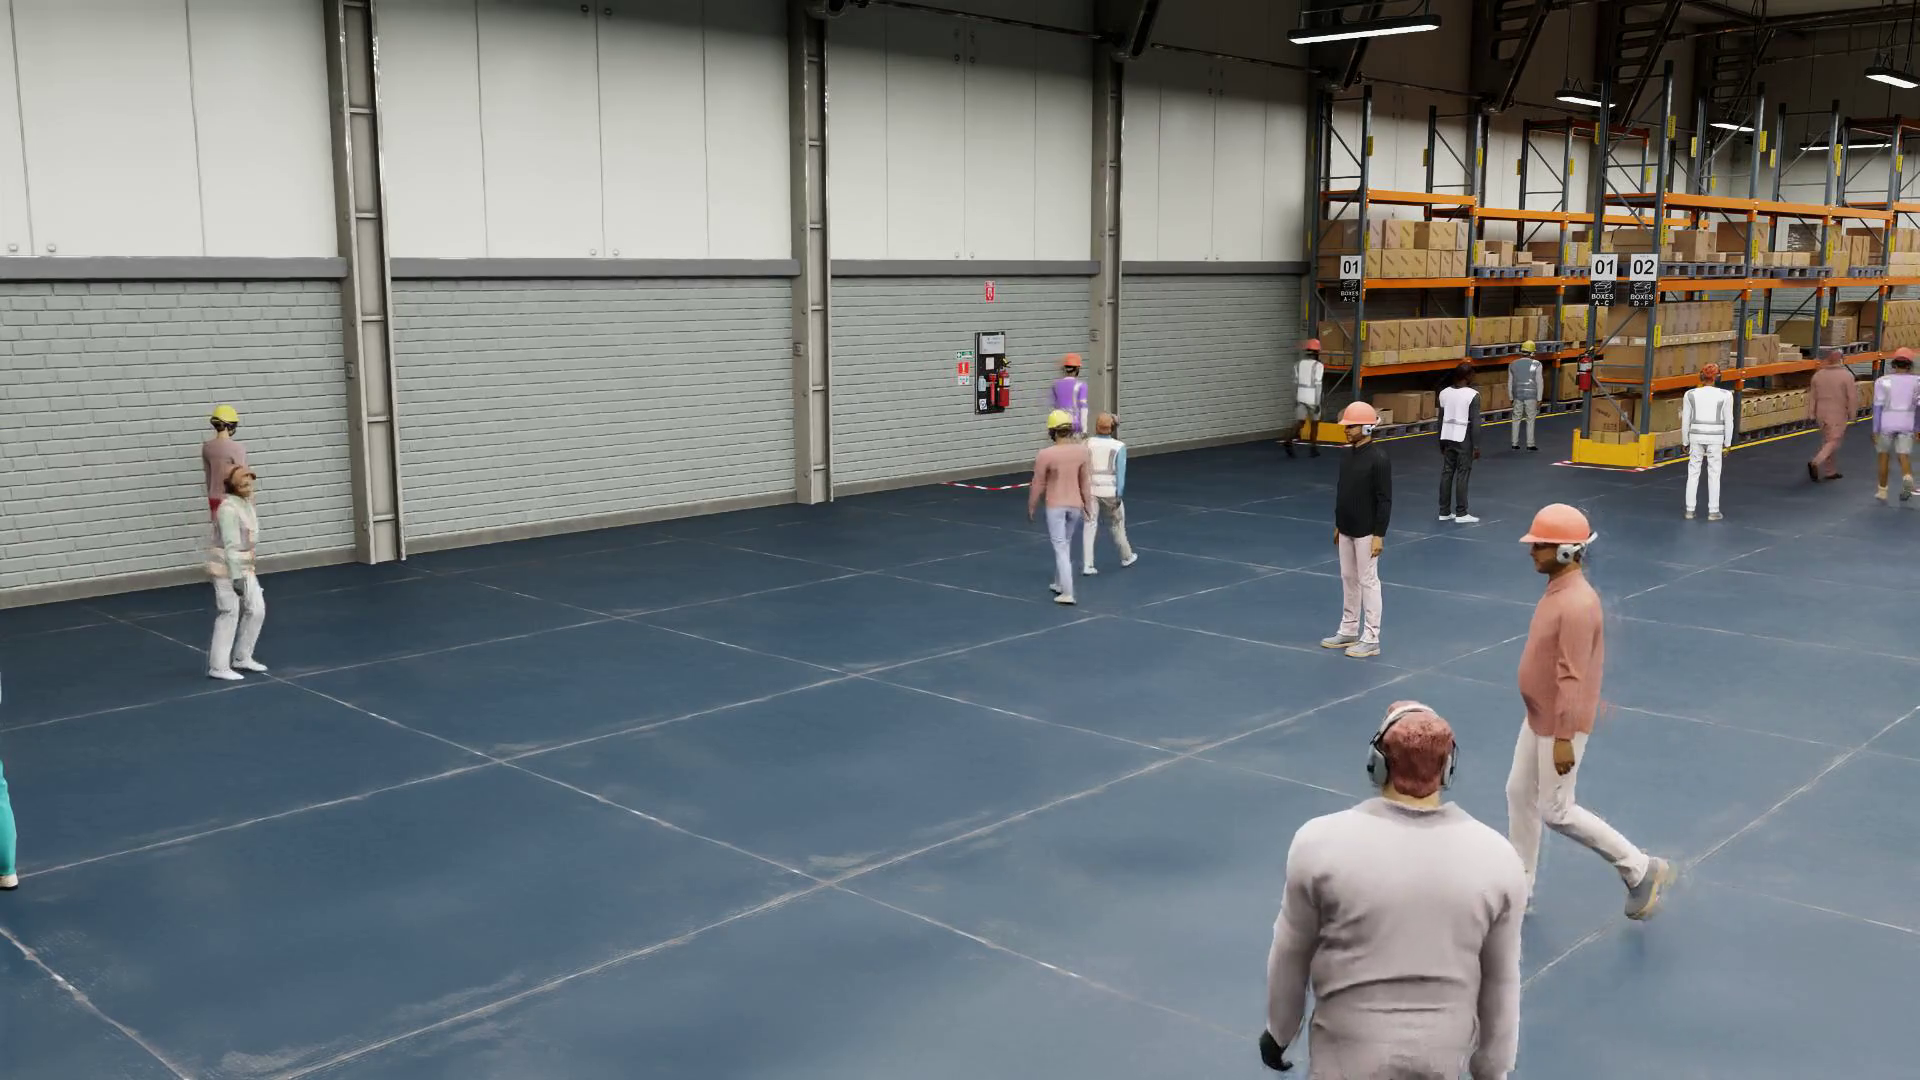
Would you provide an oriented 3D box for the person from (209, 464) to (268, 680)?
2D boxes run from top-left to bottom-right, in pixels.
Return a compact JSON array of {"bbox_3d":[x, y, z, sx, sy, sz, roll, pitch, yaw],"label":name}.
[{"bbox_3d":[-5.319,0.243,12.158,0.490,1.610,0.532,0,9,-3],"label":"person"}]

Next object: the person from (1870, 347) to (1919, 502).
[{"bbox_3d":[12.071,-1.467,21.388,0.605,2.018,0.791,2,10,14],"label":"person"}]

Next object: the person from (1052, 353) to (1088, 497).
[{"bbox_3d":[1.468,-1.484,21.761,0.578,1.916,0.517,7,12,38],"label":"person"}]

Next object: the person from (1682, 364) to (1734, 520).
[{"bbox_3d":[8.995,-1.181,20.034,0.576,1.882,0.355,6,11,34],"label":"person"}]

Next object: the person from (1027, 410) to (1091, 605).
[{"bbox_3d":[0.864,-0.309,15.129,0.558,1.734,0.764,-5,10,-26],"label":"person"}]

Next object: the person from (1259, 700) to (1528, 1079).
[{"bbox_3d":[1.183,1.374,4.505,0.652,1.876,0.910,0,9,-2],"label":"person"}]

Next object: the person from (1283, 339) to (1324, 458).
[{"bbox_3d":[5.478,-2.234,26.372,0.780,1.911,0.551,-8,12,-41],"label":"person"}]

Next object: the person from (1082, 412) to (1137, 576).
[{"bbox_3d":[1.461,-0.467,16.539,0.520,1.600,0.846,6,11,30],"label":"person"}]

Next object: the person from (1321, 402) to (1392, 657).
[{"bbox_3d":[3.116,-0.088,13.030,0.388,1.992,0.625,-3,10,-20],"label":"person"}]

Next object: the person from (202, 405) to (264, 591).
[{"bbox_3d":[-6.782,-0.368,15.458,0.528,1.764,0.337,5,10,26],"label":"person"}]

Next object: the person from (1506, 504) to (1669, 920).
[{"bbox_3d":[2.812,0.812,7.623,0.802,1.968,0.622,1,9,8],"label":"person"}]

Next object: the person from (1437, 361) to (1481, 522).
[{"bbox_3d":[5.949,-1.169,19.852,0.372,1.916,0.597,-6,11,-31],"label":"person"}]

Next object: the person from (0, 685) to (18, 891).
[{"bbox_3d":[-4.780,0.870,7.883,0.330,1.768,0.526,3,10,17],"label":"person"}]

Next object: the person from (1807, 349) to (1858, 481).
[{"bbox_3d":[12.371,-1.777,23.651,0.794,1.883,0.647,-4,10,-21],"label":"person"}]

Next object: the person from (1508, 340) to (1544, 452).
[{"bbox_3d":[9.334,-2.367,27.416,0.598,1.832,0.404,8,13,42],"label":"person"}]
